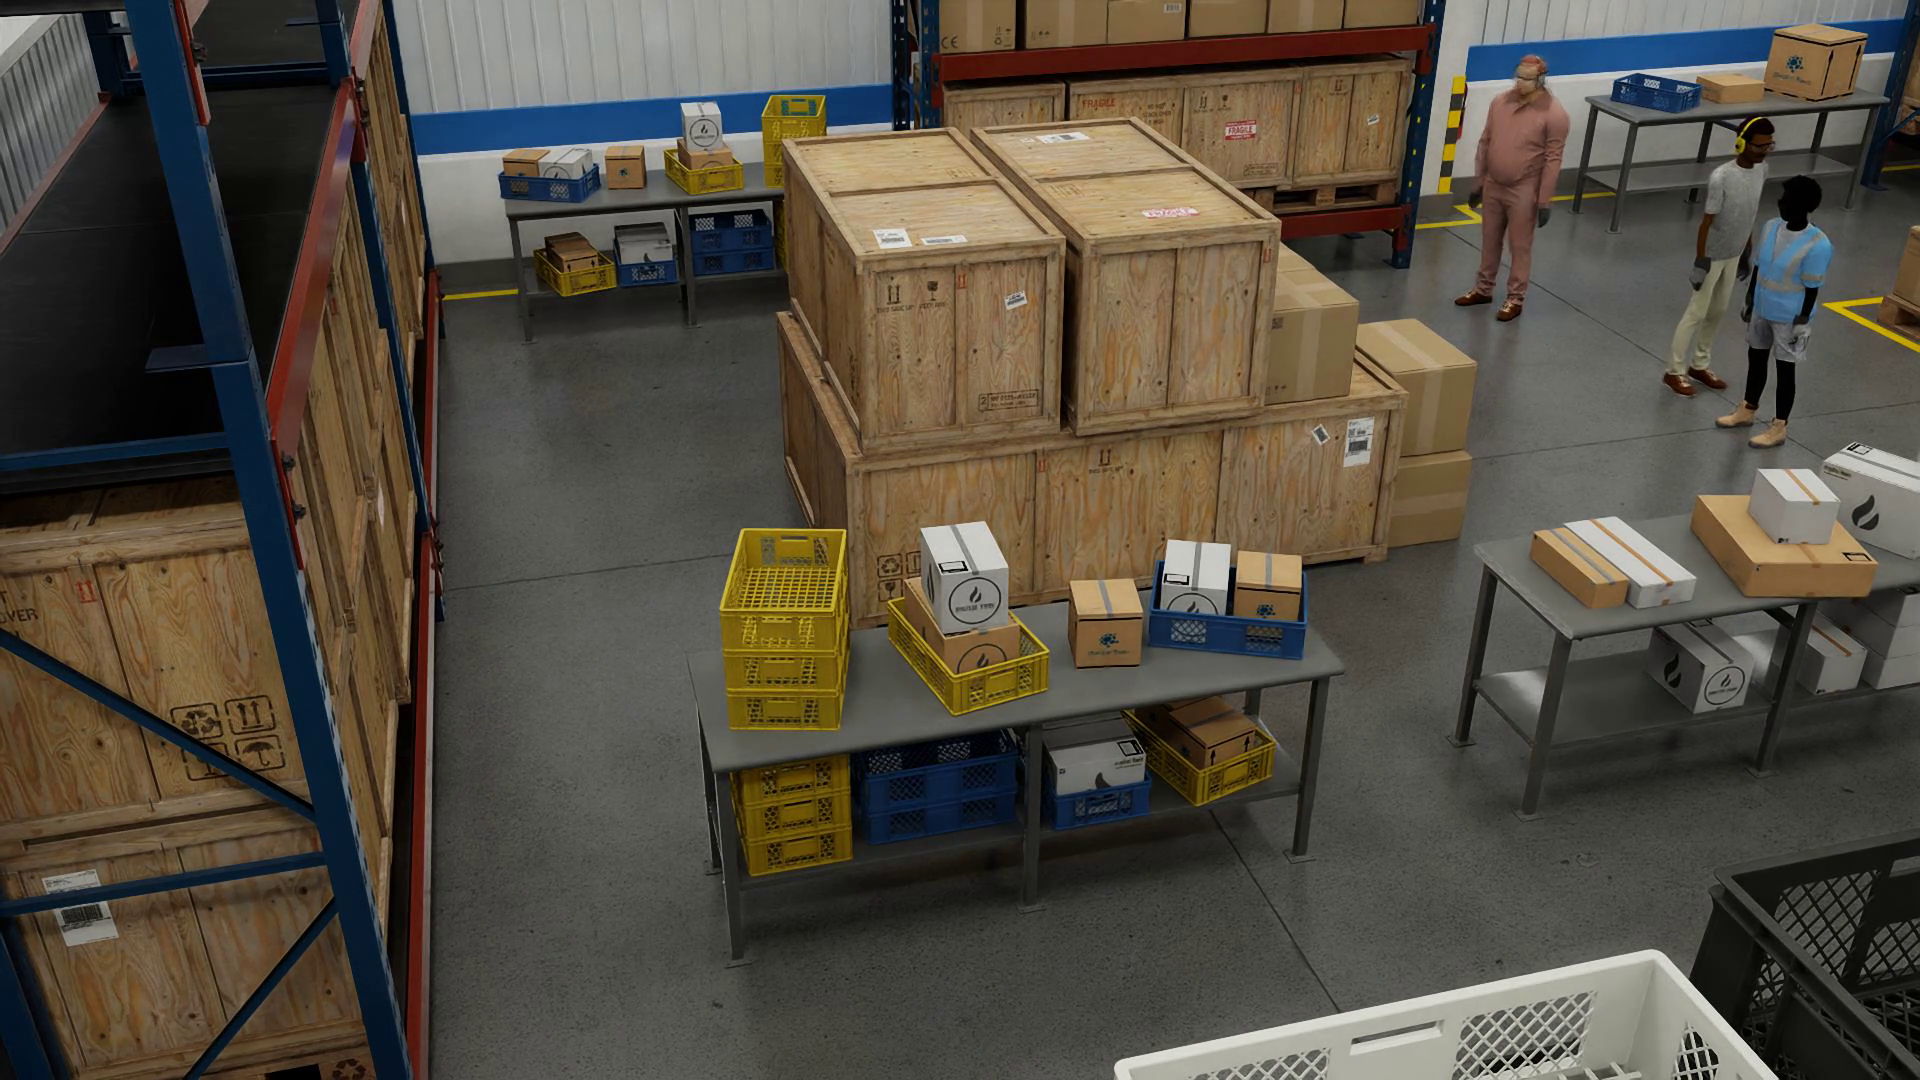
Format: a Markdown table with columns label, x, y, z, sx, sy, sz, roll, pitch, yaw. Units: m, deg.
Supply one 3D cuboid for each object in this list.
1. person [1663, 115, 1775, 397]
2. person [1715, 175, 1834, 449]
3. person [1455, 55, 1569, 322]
| label | x | y | z | sx | sy | sz | roll | pitch | yaw |
| --- | --- | --- | --- | --- | --- | --- | --- | --- | --- |
| person | 4.952 | -1.832 | 10.792 | 0.517 | 1.856 | 0.334 | -15 | 32 | -25 |
| person | 5.006 | -1.394 | 10.159 | 0.323 | 1.689 | 0.536 | -8 | 30 | -15 |
| person | 3.987 | -2.541 | 12.035 | 0.397 | 1.897 | 0.723 | -19 | 34 | -30 |
